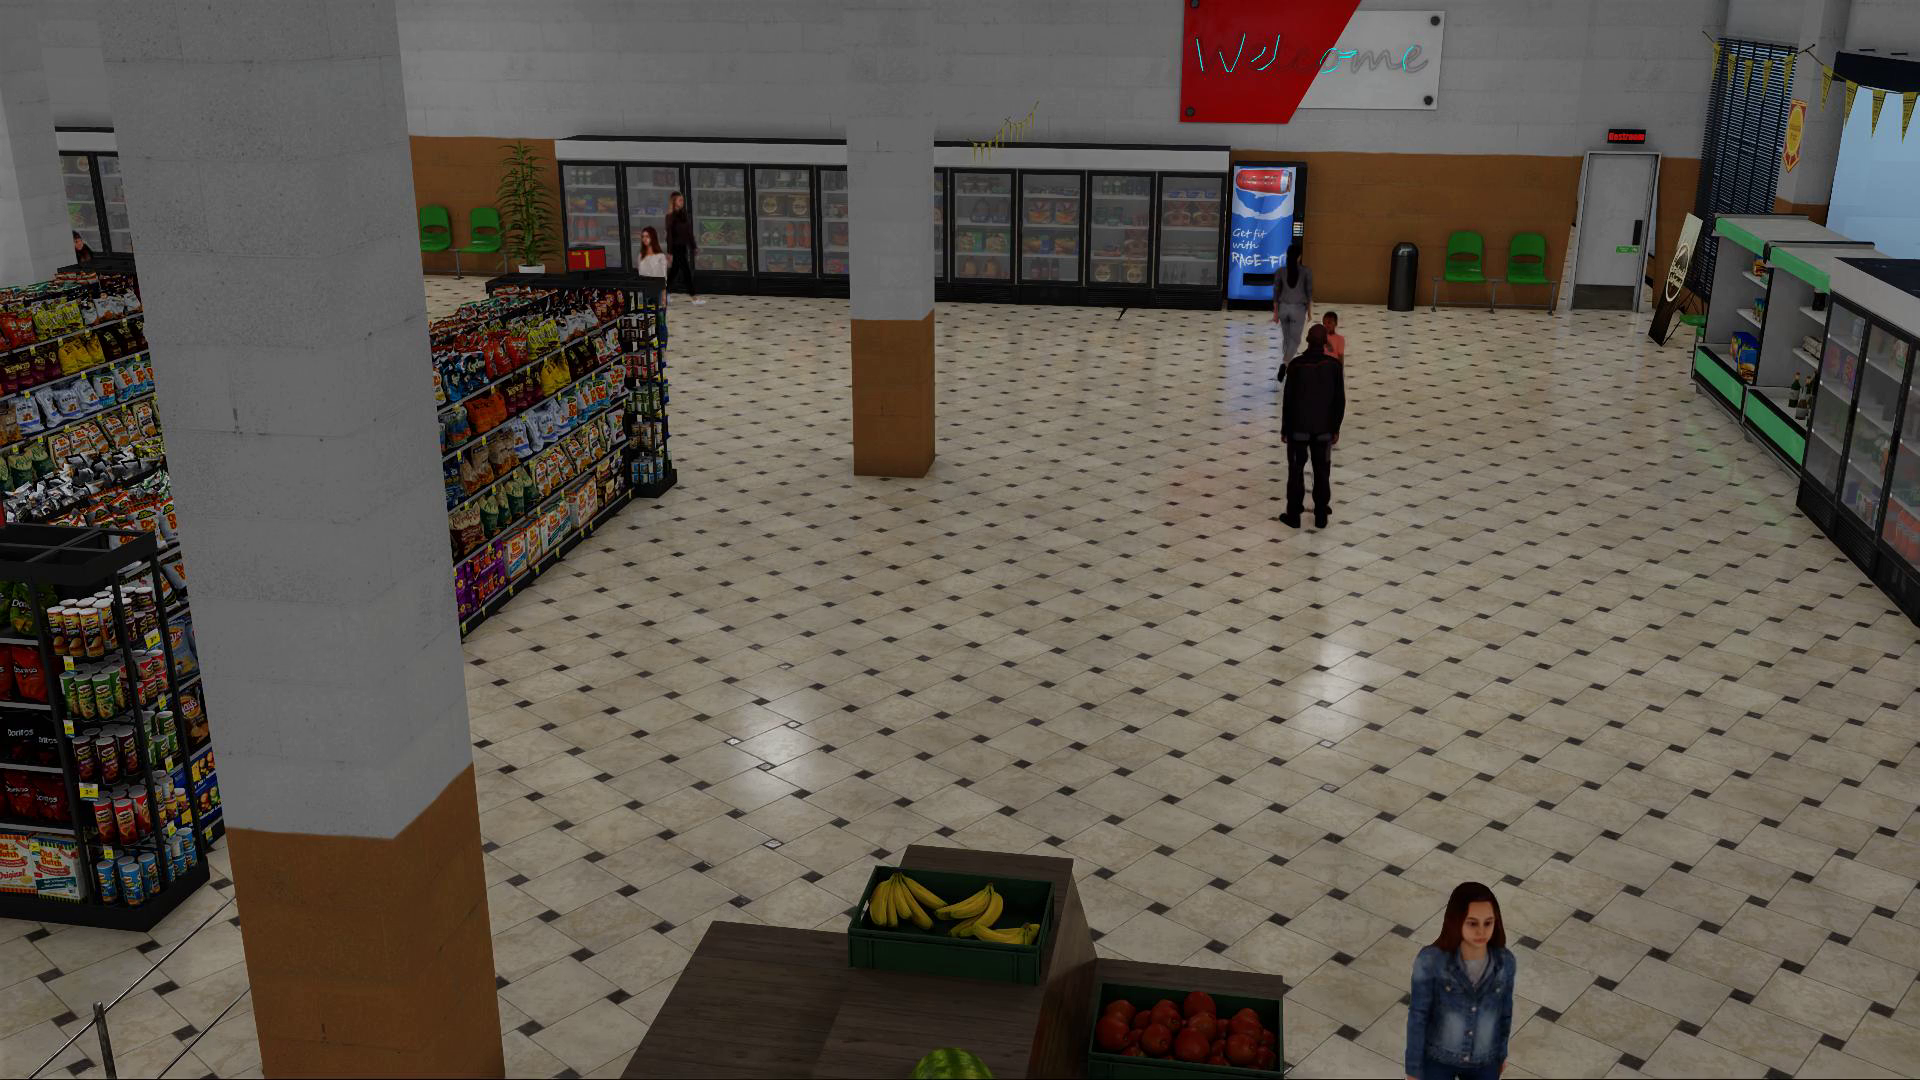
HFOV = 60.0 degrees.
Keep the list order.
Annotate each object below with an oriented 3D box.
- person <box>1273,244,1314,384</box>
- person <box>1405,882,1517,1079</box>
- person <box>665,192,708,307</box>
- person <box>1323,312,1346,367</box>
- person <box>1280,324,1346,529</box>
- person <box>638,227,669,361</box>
[{"bbox_3d":[3.935,-2.660,19.806,0.831,1.648,1.137,10,21,27],"label":"person"},{"bbox_3d":[1.892,1.960,6.426,0.702,1.443,1.026,0,19,0],"label":"person"},{"bbox_3d":[-4.226,-4.284,24.599,0.831,1.663,1.086,8,20,21],"label":"person"},{"bbox_3d":[3.940,-1.803,17.805,0.563,1.301,0.626,10,21,27],"label":"person"},{"bbox_3d":[3.085,-1.005,14.620,0.738,1.824,0.649,0,19,1],"label":"person"},{"bbox_3d":[-3.811,-3.084,20.959,0.603,1.715,0.679,5,19,14],"label":"person"}]
